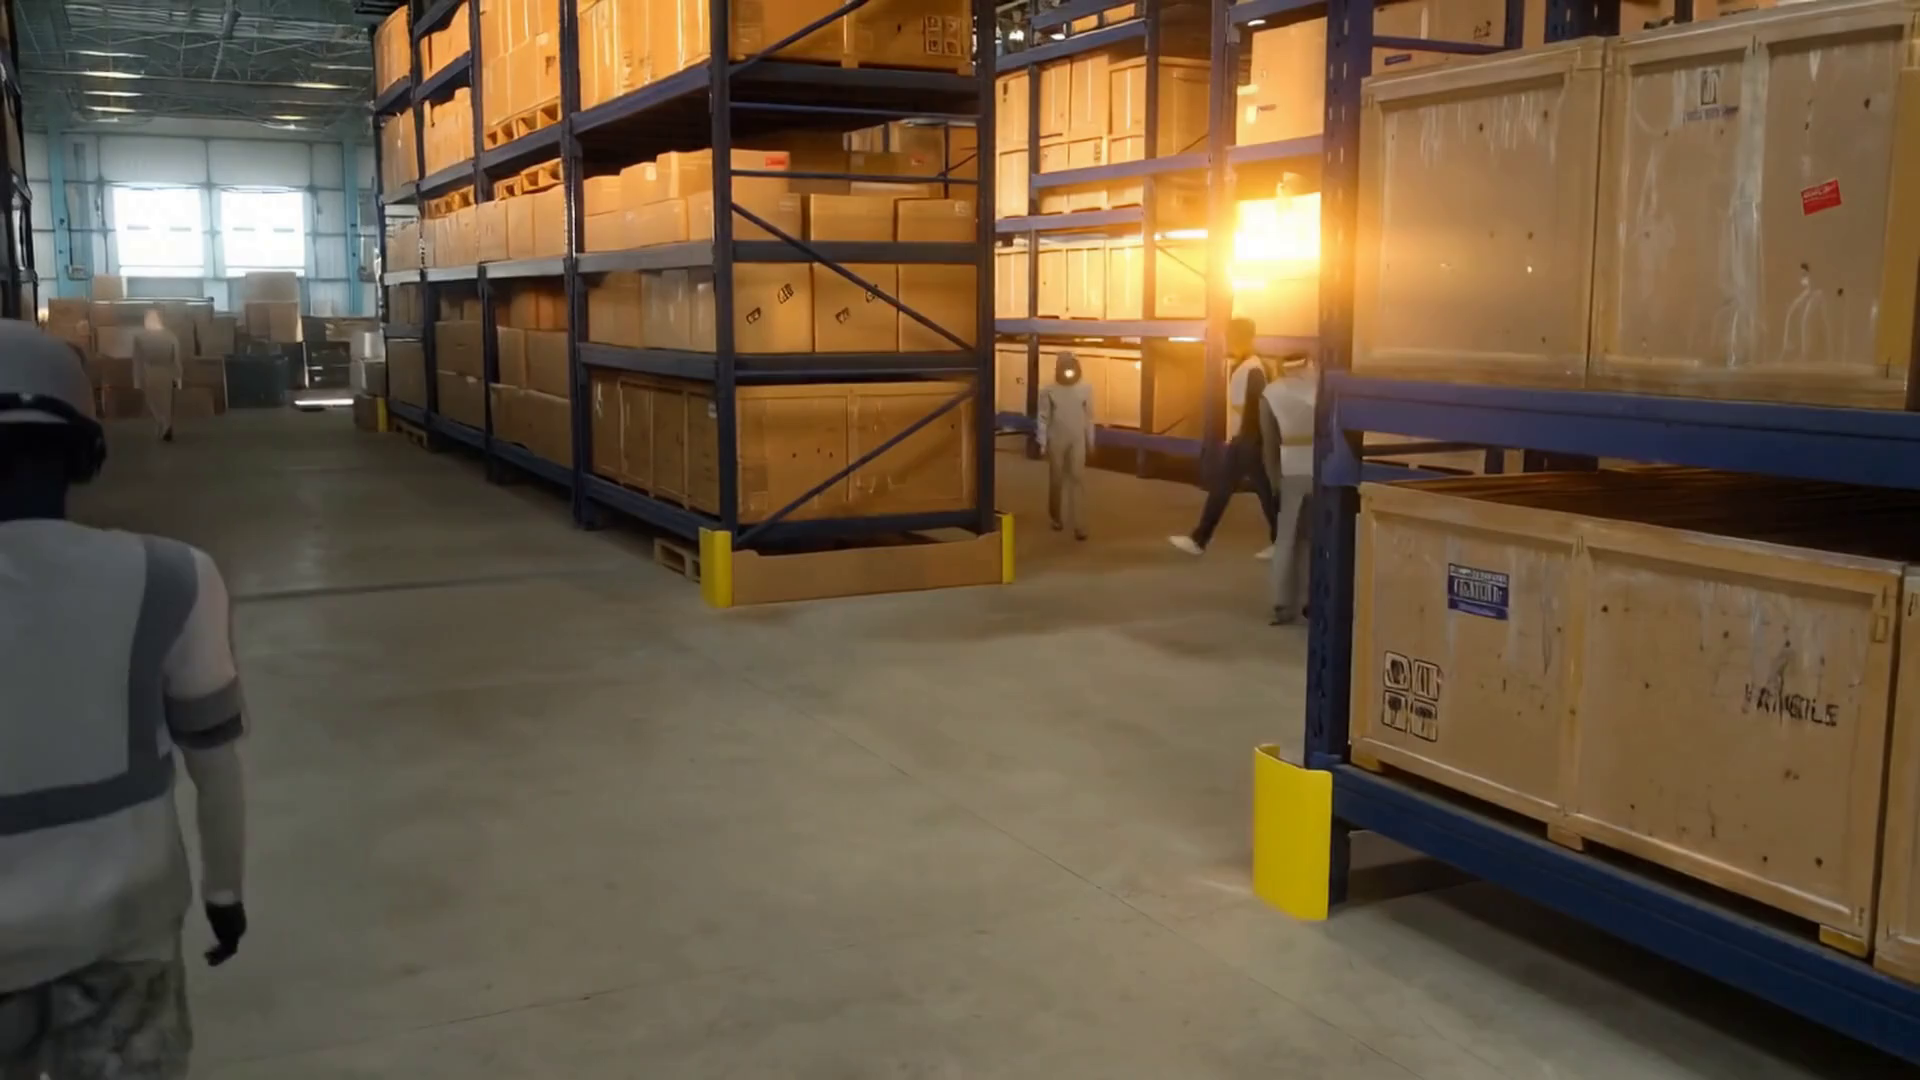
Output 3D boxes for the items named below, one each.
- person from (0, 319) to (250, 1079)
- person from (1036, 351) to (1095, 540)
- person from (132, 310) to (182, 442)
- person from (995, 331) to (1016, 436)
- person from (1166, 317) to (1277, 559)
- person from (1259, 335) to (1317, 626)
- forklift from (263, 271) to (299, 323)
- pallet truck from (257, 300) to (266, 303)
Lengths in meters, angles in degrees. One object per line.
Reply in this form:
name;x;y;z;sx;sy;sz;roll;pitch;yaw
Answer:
person;-1.557;0.621;2.878;0.636;1.981;1.070;-6;10;-35
person;0.901;-0.811;14.133;0.528;1.590;0.856;-1;8;-7
person;-11.349;-2.321;23.576;0.891;1.877;0.655;8;11;43
person;0.618;-2.318;24.457;0.556;1.613;0.380;4;9;28
person;2.121;-0.766;12.810;1.017;1.868;0.609;-1;8;-6
person;2.164;-0.370;10.350;0.740;1.808;0.400;-4;9;-26
forklift;-19.740;-6.449;48.560;1.873;2.768;1.129;6;10;36
pallet truck;-23.913;-7.404;58.171;1.885;1.965;0.823;-1;8;-9
